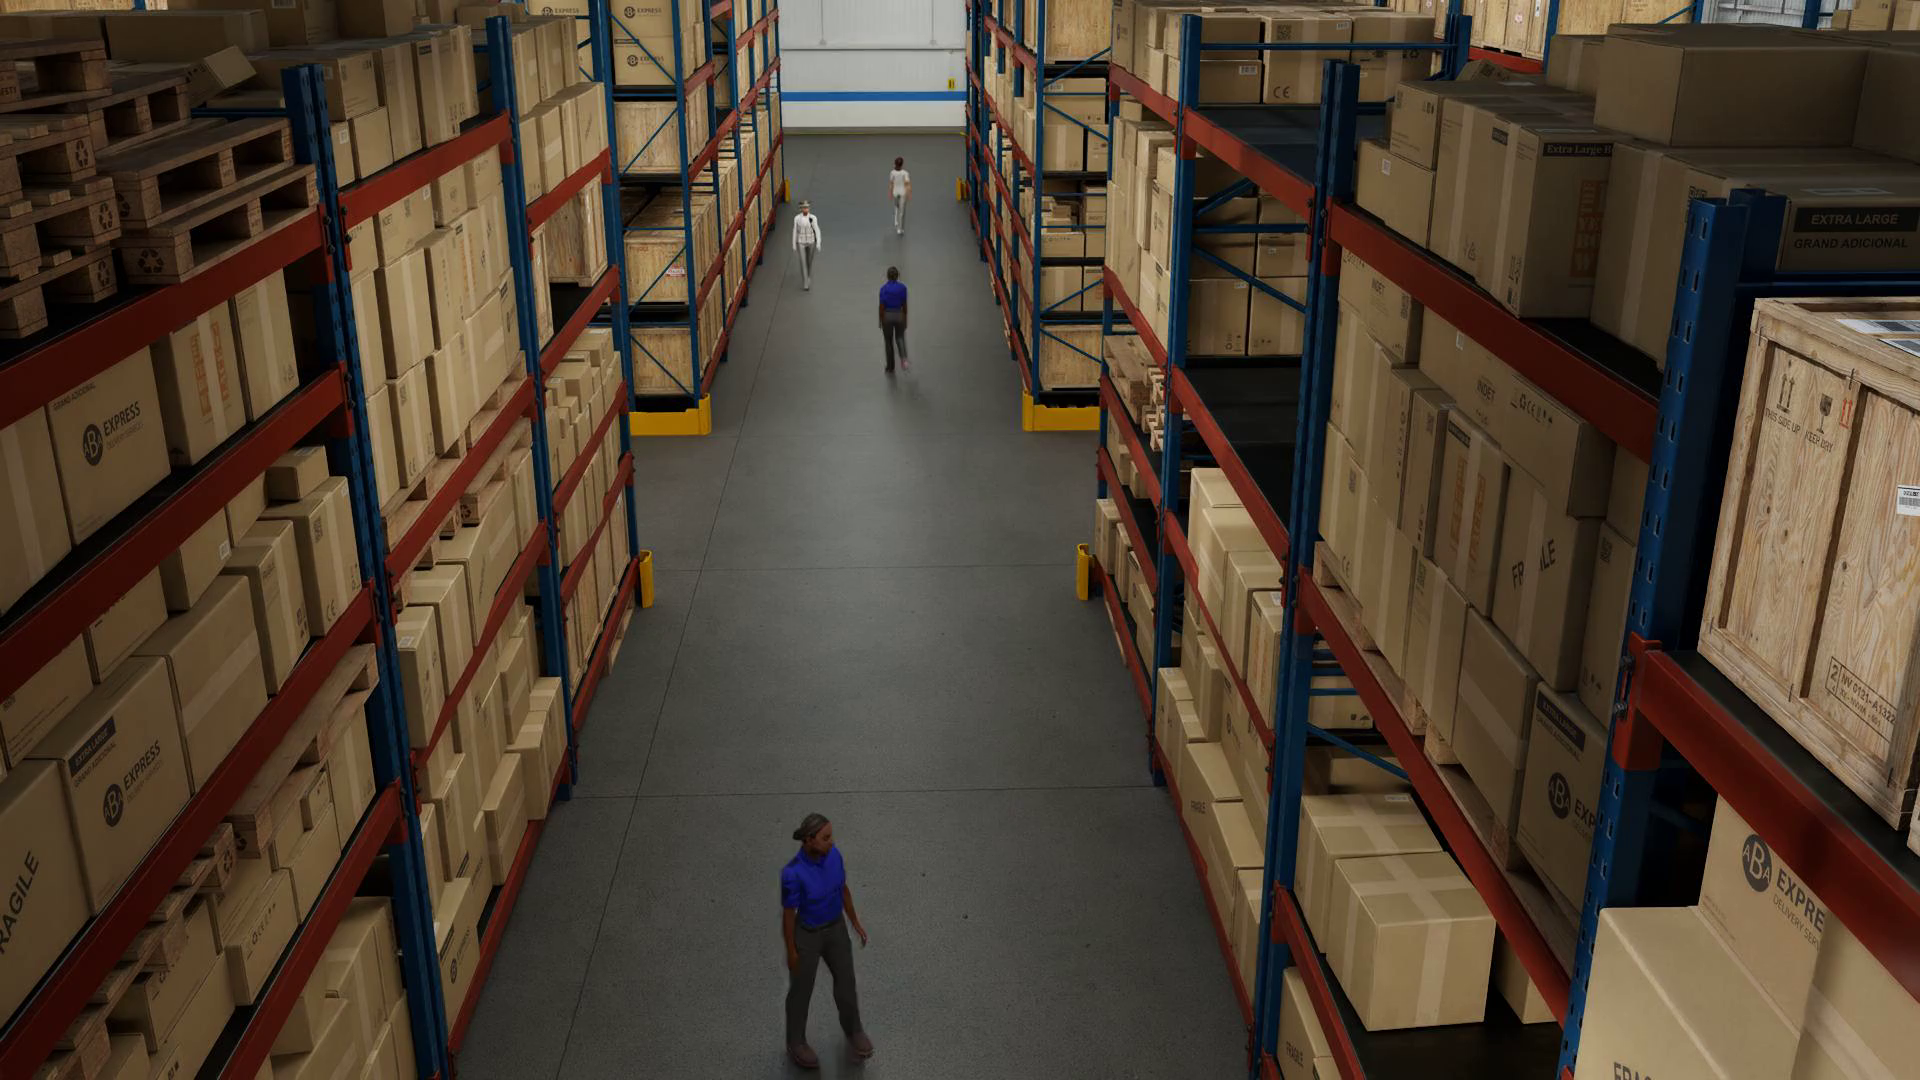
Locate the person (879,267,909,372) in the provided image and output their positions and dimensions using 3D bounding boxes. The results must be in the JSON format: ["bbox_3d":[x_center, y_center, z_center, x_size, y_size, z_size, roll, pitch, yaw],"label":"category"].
[{"bbox_3d":[-1.020,-3.396,25.708,0.461,1.660,0.501,-7,22,-19],"label":"person"}]

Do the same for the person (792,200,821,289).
[{"bbox_3d":[-2.937,-5.687,31.867,0.531,1.641,0.964,-3,21,-9],"label":"person"}]

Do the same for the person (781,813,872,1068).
[{"bbox_3d":[-0.816,2.426,10.105,0.518,1.659,0.456,-18,27,-40],"label":"person"}]

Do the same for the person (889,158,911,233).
[{"bbox_3d":[-1.334,-7.735,37.293,0.484,1.669,0.474,6,21,16],"label":"person"}]
